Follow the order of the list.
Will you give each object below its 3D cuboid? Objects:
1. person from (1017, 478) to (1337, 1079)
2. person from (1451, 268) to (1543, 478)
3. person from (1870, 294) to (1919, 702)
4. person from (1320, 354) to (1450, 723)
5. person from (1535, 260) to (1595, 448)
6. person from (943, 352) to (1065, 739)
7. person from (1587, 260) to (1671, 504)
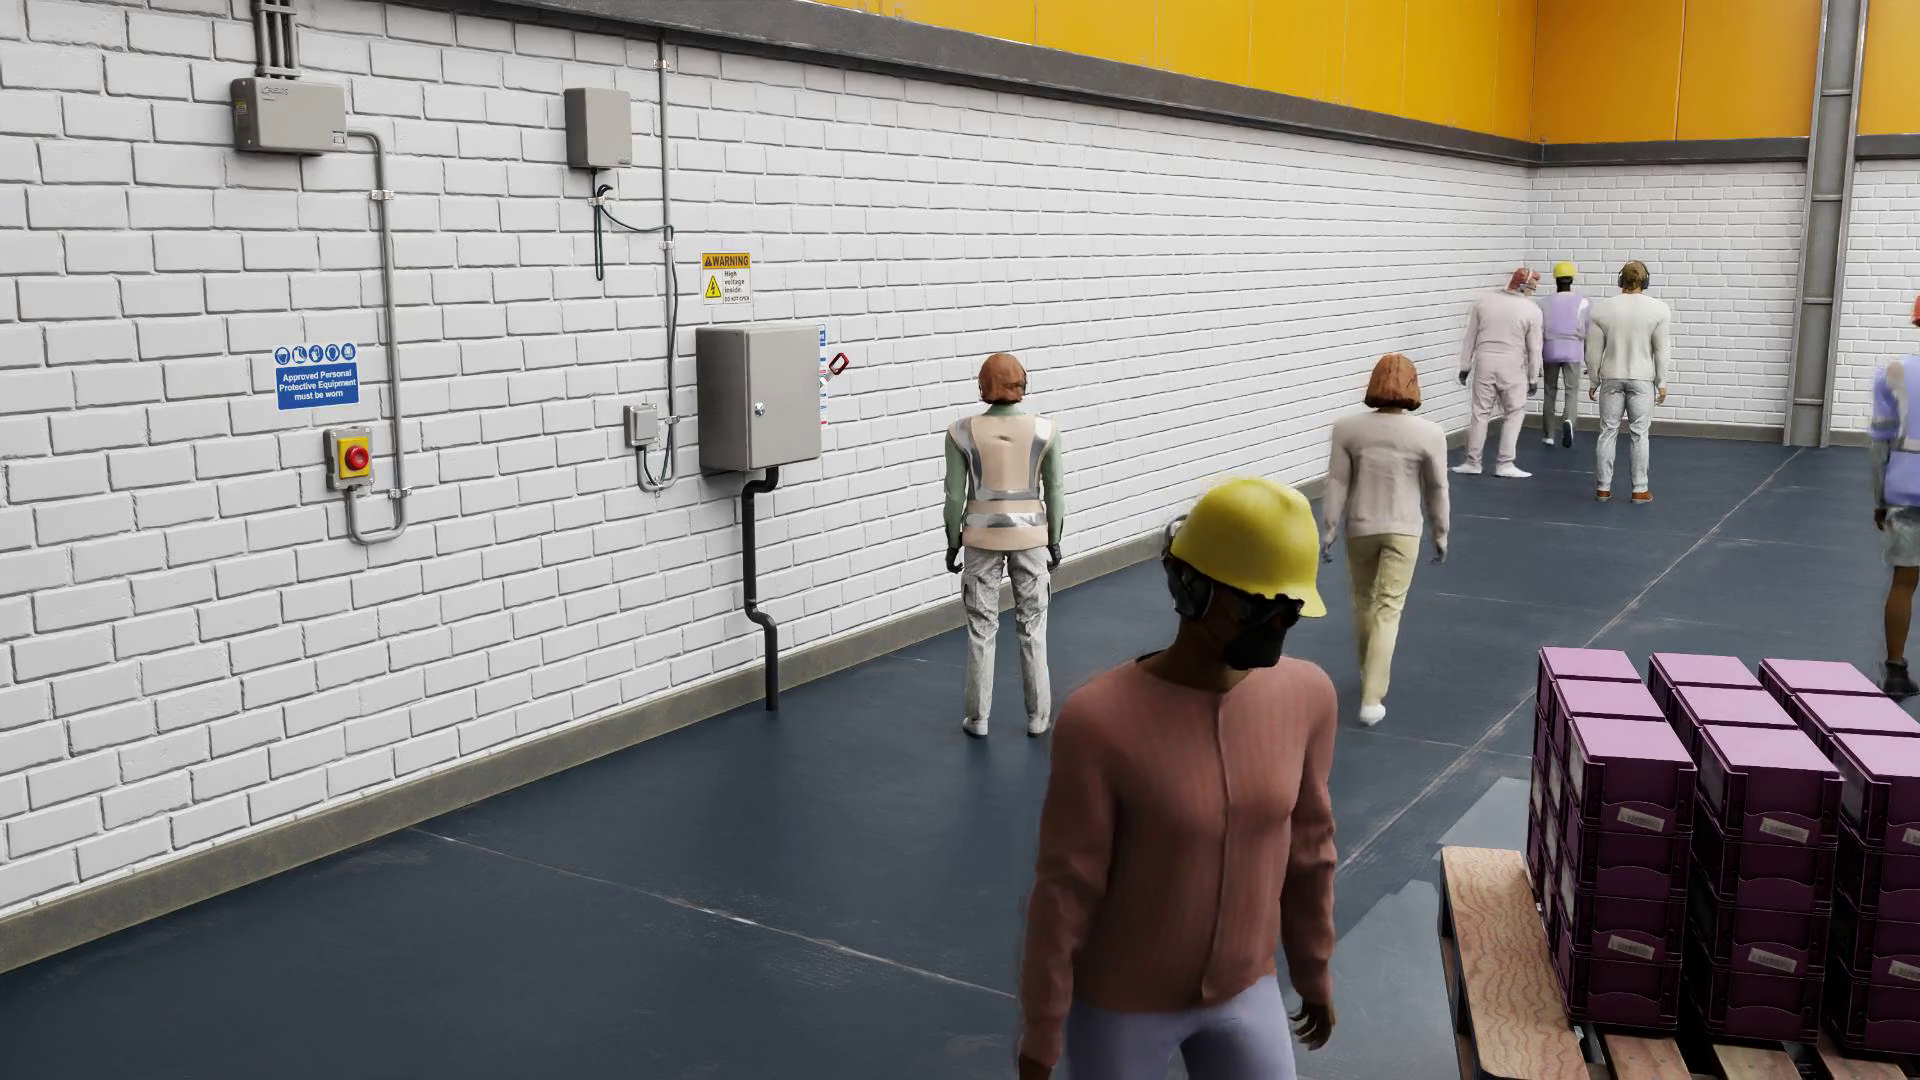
[{"bbox_3d":[0.359,0.750,2.726,0.600,1.736,0.462,-4,11,-21],"label":"person"},{"bbox_3d":[4.792,-1.491,14.843,0.772,1.865,0.397,8,13,37],"label":"person"},{"bbox_3d":[4.454,-0.191,7.572,0.608,1.906,0.518,7,12,34],"label":"person"},{"bbox_3d":[1.922,-0.032,7.448,0.527,1.592,0.834,5,11,26],"label":"person"},{"bbox_3d":[6.098,-1.874,16.847,0.595,1.900,0.775,3,11,18],"label":"person"},{"bbox_3d":[0.185,0.032,7.005,0.514,1.640,0.310,0,10,-2],"label":"person"},{"bbox_3d":[5.344,-1.259,13.325,0.627,1.941,0.371,6,12,32],"label":"person"}]
